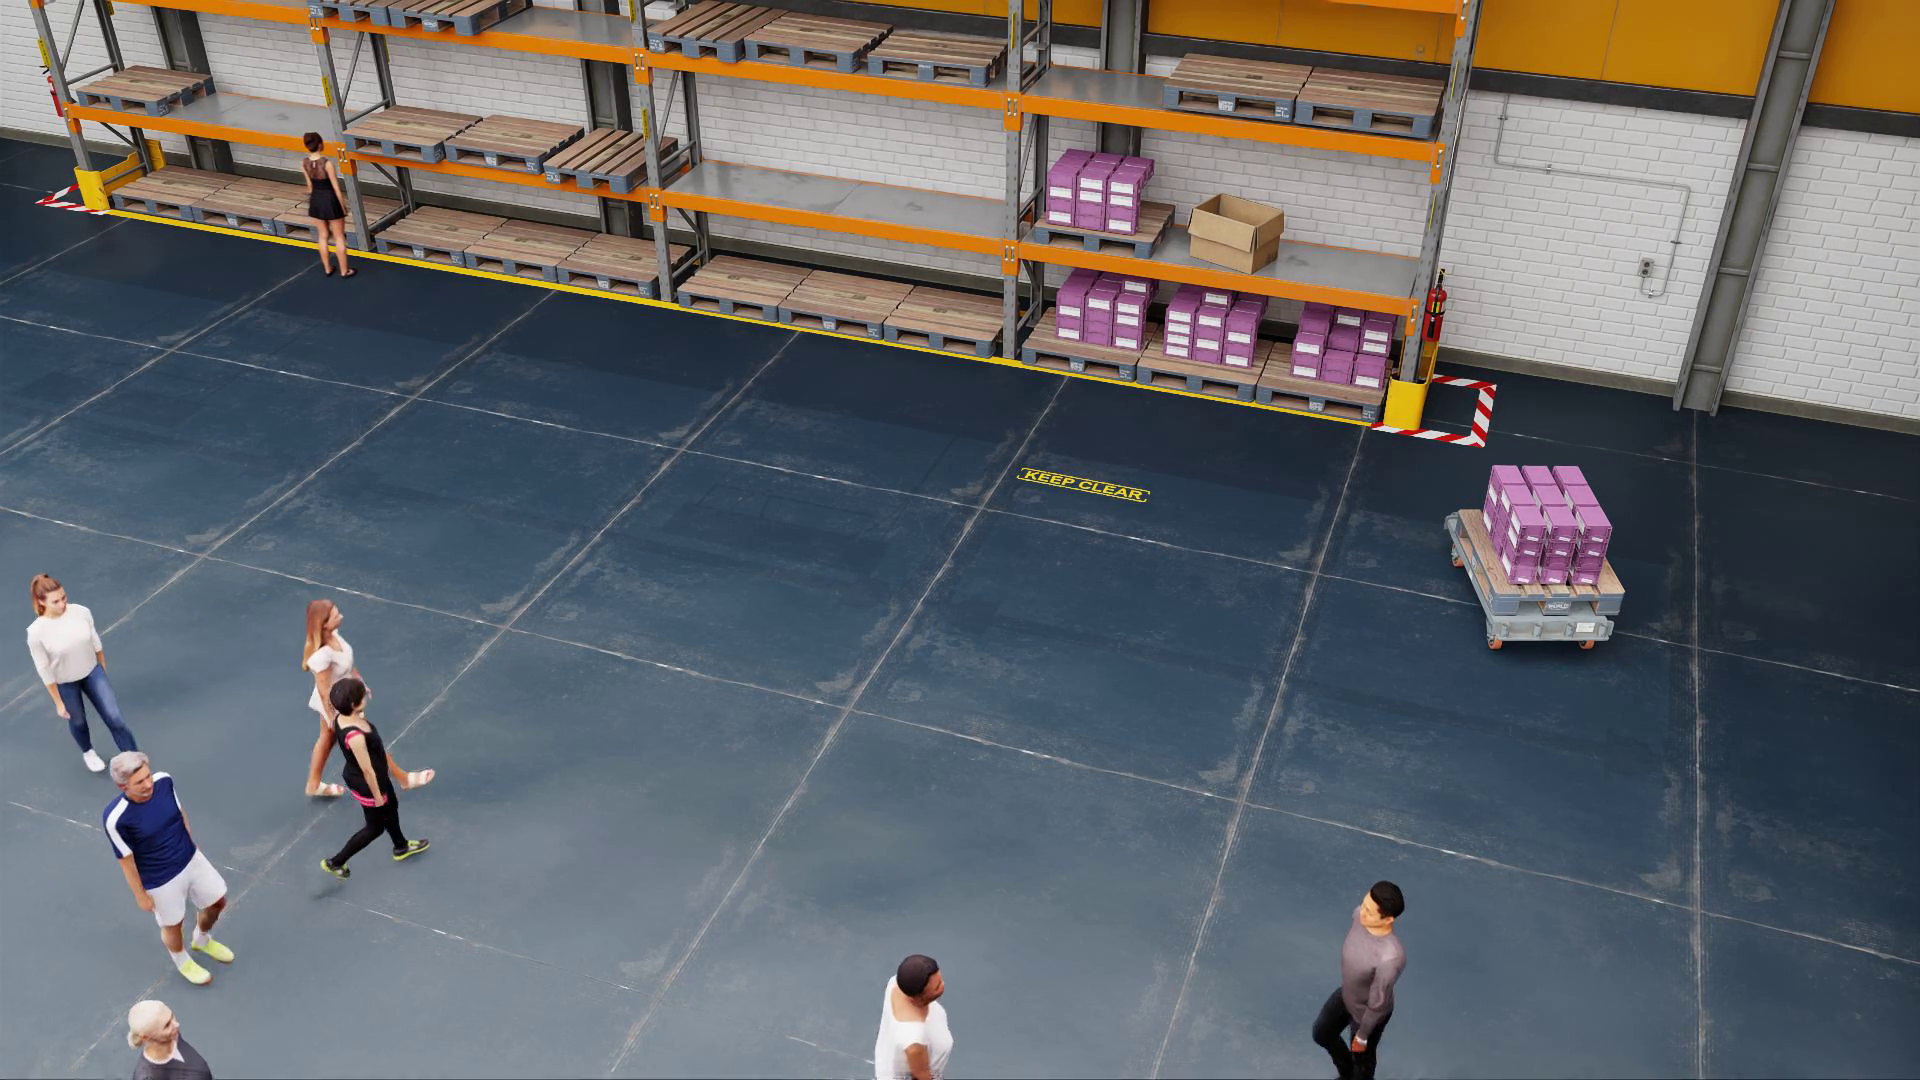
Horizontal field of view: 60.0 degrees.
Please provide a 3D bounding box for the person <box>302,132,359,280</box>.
[{"bbox_3d":[-7.070,-3.738,18.550,0.511,1.673,0.647,9,35,13],"label":"person"}]

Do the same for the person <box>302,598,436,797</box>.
[{"bbox_3d":[-4.291,1.119,11.269,1.190,1.643,0.969,-6,34,-9],"label":"person"}]

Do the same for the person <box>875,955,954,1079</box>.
[{"bbox_3d":[-0.310,2.818,8.709,1.176,1.647,0.982,-4,34,-7],"label":"person"}]

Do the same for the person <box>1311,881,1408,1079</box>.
[{"bbox_3d":[2.281,2.513,9.066,0.770,1.761,0.776,9,35,13],"label":"person"}]

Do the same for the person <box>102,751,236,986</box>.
[{"bbox_3d":[-4.785,1.923,9.899,0.616,1.822,0.671,14,36,20],"label":"person"}]

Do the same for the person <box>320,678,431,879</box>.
[{"bbox_3d":[-3.876,1.568,10.695,0.950,1.531,0.932,-18,38,-25],"label":"person"}]

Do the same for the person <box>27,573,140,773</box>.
[{"bbox_3d":[-6.137,0.958,11.476,1.159,1.682,0.888,27,42,34],"label":"person"}]

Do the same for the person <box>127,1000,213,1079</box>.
[{"bbox_3d":[-4.001,2.985,8.418,1.169,1.693,0.837,1,34,1],"label":"person"}]
